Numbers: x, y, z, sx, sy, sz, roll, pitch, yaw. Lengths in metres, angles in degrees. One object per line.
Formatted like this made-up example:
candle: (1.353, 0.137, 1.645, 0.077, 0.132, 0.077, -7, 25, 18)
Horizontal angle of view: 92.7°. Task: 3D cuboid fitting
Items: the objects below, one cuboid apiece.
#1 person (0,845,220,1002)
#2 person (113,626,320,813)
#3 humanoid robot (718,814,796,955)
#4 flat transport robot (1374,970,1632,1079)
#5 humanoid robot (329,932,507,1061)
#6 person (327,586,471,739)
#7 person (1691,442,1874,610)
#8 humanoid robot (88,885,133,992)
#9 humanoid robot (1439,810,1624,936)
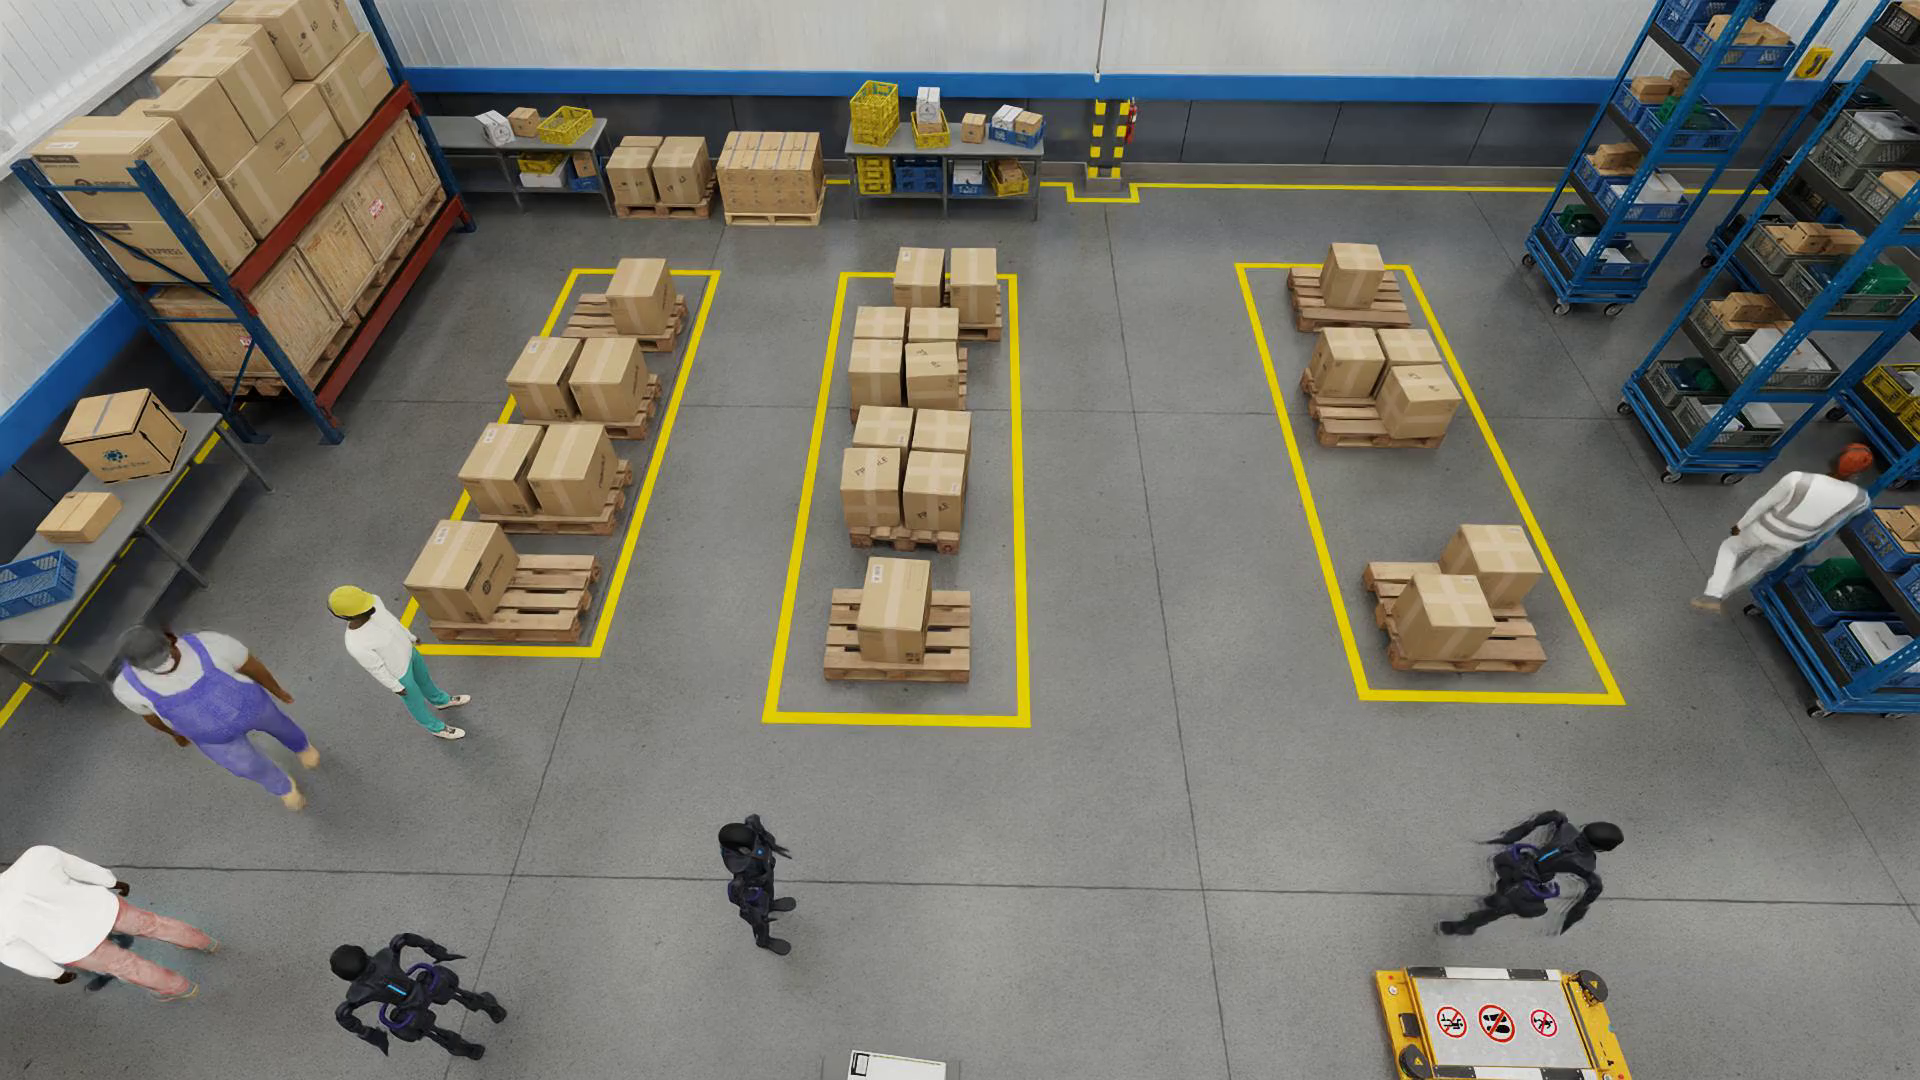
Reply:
person: (-5.281, 2.311, 5.489, 0.394, 1.991, 0.621, 2, 51, 2)
person: (-5.068, 1.211, 6.357, 0.764, 2.000, 0.705, 34, 59, 25)
humanoid robot: (-1.262, 2.170, 5.800, 0.327, 1.657, 0.584, 2, 51, 1)
flat transport robot: (3.501, 3.133, 5.914, 1.431, 0.197, 0.652, 1, 51, 1)
humanoid robot: (-3.188, 2.692, 5.374, 0.315, 1.656, 0.609, 18, 53, 14)
person: (-4.139, 0.894, 6.790, 0.312, 1.768, 0.525, -8, 51, -6)
person: (6.685, -0.035, 7.485, 0.585, 1.870, 0.533, 20, 54, 16)
humanoid robot: (-5.722, 2.346, 5.683, 0.713, 1.630, 0.523, 8, 51, 7)
humanoid robot: (3.668, 2.154, 5.836, 0.705, 1.627, 0.607, -4, 51, -3)
